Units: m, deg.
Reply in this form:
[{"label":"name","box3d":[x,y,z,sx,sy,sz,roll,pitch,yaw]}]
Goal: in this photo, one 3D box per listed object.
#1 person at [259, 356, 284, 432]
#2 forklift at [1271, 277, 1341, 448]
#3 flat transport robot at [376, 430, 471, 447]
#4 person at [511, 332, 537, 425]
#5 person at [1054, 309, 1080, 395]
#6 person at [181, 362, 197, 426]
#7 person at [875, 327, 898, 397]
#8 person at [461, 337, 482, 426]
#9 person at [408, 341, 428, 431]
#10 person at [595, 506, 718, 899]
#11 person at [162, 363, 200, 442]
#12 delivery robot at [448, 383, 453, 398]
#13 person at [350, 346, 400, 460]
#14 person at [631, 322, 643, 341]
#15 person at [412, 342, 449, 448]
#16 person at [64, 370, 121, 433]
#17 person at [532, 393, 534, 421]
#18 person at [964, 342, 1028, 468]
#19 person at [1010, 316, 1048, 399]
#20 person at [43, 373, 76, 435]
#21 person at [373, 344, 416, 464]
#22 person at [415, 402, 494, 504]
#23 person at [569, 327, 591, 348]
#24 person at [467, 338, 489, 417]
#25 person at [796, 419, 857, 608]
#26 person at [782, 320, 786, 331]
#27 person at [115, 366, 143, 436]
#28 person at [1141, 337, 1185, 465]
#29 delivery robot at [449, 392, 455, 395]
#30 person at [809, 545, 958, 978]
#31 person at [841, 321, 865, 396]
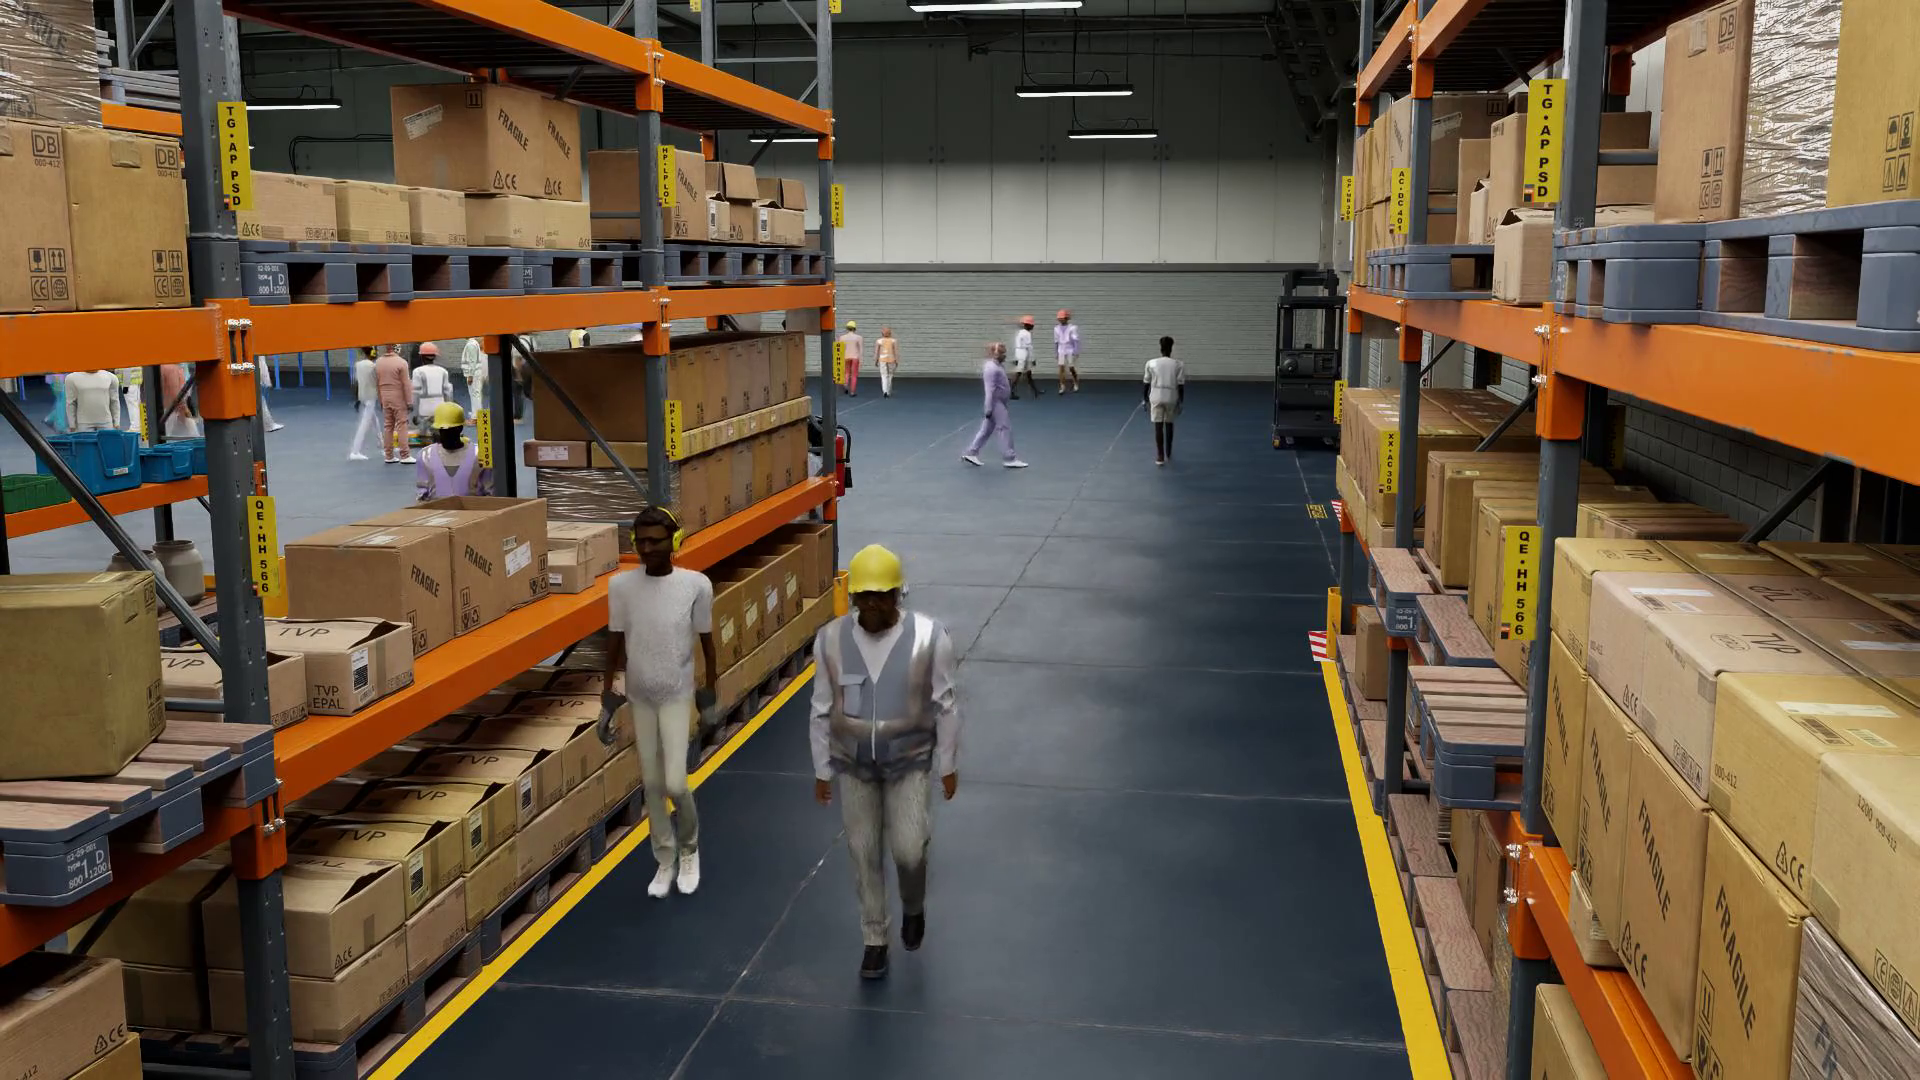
[{"label":"person","box3d":[-12.645,-2.816,29.797,0.627,1.850,1.022,8,12,40]},{"label":"forklift","box3d":[5.847,-3.016,27.970,1.129,2.768,1.873,1,9,9]},{"label":"flat transport robot","box3d":[-9.040,-1.725,28.029,1.431,0.197,0.652,-5,10,-27]},{"label":"person","box3d":[-8.262,-3.216,31.780,0.765,2.000,0.711,3,10,17]},{"label":"person","box3d":[2.567,-4.478,39.551,0.670,2.006,0.873,4,10,25]},{"label":"person","box3d":[-14.740,-2.958,31.201,0.745,1.667,0.549,-2,9,-13]},{"label":"person","box3d":[-1.703,-4.130,38.616,0.547,1.605,0.817,-1,9,-6]},{"label":"person","box3d":[-9.236,-3.140,31.458,0.380,1.951,0.605,-3,10,-17]},{"label":"person","box3d":[-9.895,-2.962,30.442,0.996,1.956,0.640,-4,10,-24]},{"label":"person","box3d":[-1.413,0.758,7.729,0.519,1.854,0.433,1,9,9]},{"label":"person","box3d":[-11.337,-1.948,24.178,1.050,1.935,0.627,-1,9,-8]},{"label":"delivery robot","box3d":[-11.442,-3.340,36.831,0.477,0.478,0.707,-2,9,-11]},{"label":"person","box3d":[-9.152,-2.166,25.891,0.537,1.808,0.995,7,11,36]},{"label":"person","box3d":[-6.411,-3.505,33.892,0.644,1.889,1.016,9,13,43]},{"label":"person","box3d":[-7.417,-1.816,23.376,0.506,1.923,0.558,8,12,41]},{"label":"person","box3d":[-11.080,-1.487,21.303,0.631,1.940,0.372,-6,11,-35]},{"label":"person","box3d":[-5.662,-1.584,22.871,0.508,1.628,0.324,5,10,26]},{"label":"person","box3d":[0.502,-2.017,24.806,0.969,1.867,0.656,1,9,6]},{"label":"person","box3d":[1.501,-4.154,37.924,1.040,1.879,0.577,-2,9,-10]},{"label":"person","box3d":[-16.109,-2.796,29.707,0.440,1.832,0.581,-4,10,-22]},{"label":"person","box3d":[-8.557,-2.111,25.250,0.643,1.909,0.410,4,10,22]},{"label":"person","box3d":[-3.881,-0.105,12.822,0.593,1.923,0.382,-1,9,-8]},{"label":"person","box3d":[-8.561,-4.096,37.692,0.622,1.844,0.429,7,11,35]},{"label":"person","box3d":[-9.549,-3.236,33.199,0.481,1.574,0.829,2,9,14]},{"label":"person","box3d":[-1.315,-0.216,14.286,0.744,1.662,0.533,3,10,17]},{"label":"person","box3d":[-4.333,-4.668,41.664,0.531,1.697,0.320,-2,9,-10]},{"label":"person","box3d":[-14.745,-2.769,29.508,0.430,1.845,0.619,-2,9,-11]},{"label":"person","box3d":[3.085,-2.130,25.312,0.632,1.911,0.982,0,9,2]},{"label":"delivery robot","box3d":[-10.842,-3.168,34.968,0.335,0.223,0.698,-1,9,-6]},{"label":"person","box3d":[-0.324,0.910,6.878,0.616,1.817,0.421,1,9,9]},{"label":"person","box3d":[-2.513,-4.244,38.891,0.531,1.754,0.400,3,10,16]}]
